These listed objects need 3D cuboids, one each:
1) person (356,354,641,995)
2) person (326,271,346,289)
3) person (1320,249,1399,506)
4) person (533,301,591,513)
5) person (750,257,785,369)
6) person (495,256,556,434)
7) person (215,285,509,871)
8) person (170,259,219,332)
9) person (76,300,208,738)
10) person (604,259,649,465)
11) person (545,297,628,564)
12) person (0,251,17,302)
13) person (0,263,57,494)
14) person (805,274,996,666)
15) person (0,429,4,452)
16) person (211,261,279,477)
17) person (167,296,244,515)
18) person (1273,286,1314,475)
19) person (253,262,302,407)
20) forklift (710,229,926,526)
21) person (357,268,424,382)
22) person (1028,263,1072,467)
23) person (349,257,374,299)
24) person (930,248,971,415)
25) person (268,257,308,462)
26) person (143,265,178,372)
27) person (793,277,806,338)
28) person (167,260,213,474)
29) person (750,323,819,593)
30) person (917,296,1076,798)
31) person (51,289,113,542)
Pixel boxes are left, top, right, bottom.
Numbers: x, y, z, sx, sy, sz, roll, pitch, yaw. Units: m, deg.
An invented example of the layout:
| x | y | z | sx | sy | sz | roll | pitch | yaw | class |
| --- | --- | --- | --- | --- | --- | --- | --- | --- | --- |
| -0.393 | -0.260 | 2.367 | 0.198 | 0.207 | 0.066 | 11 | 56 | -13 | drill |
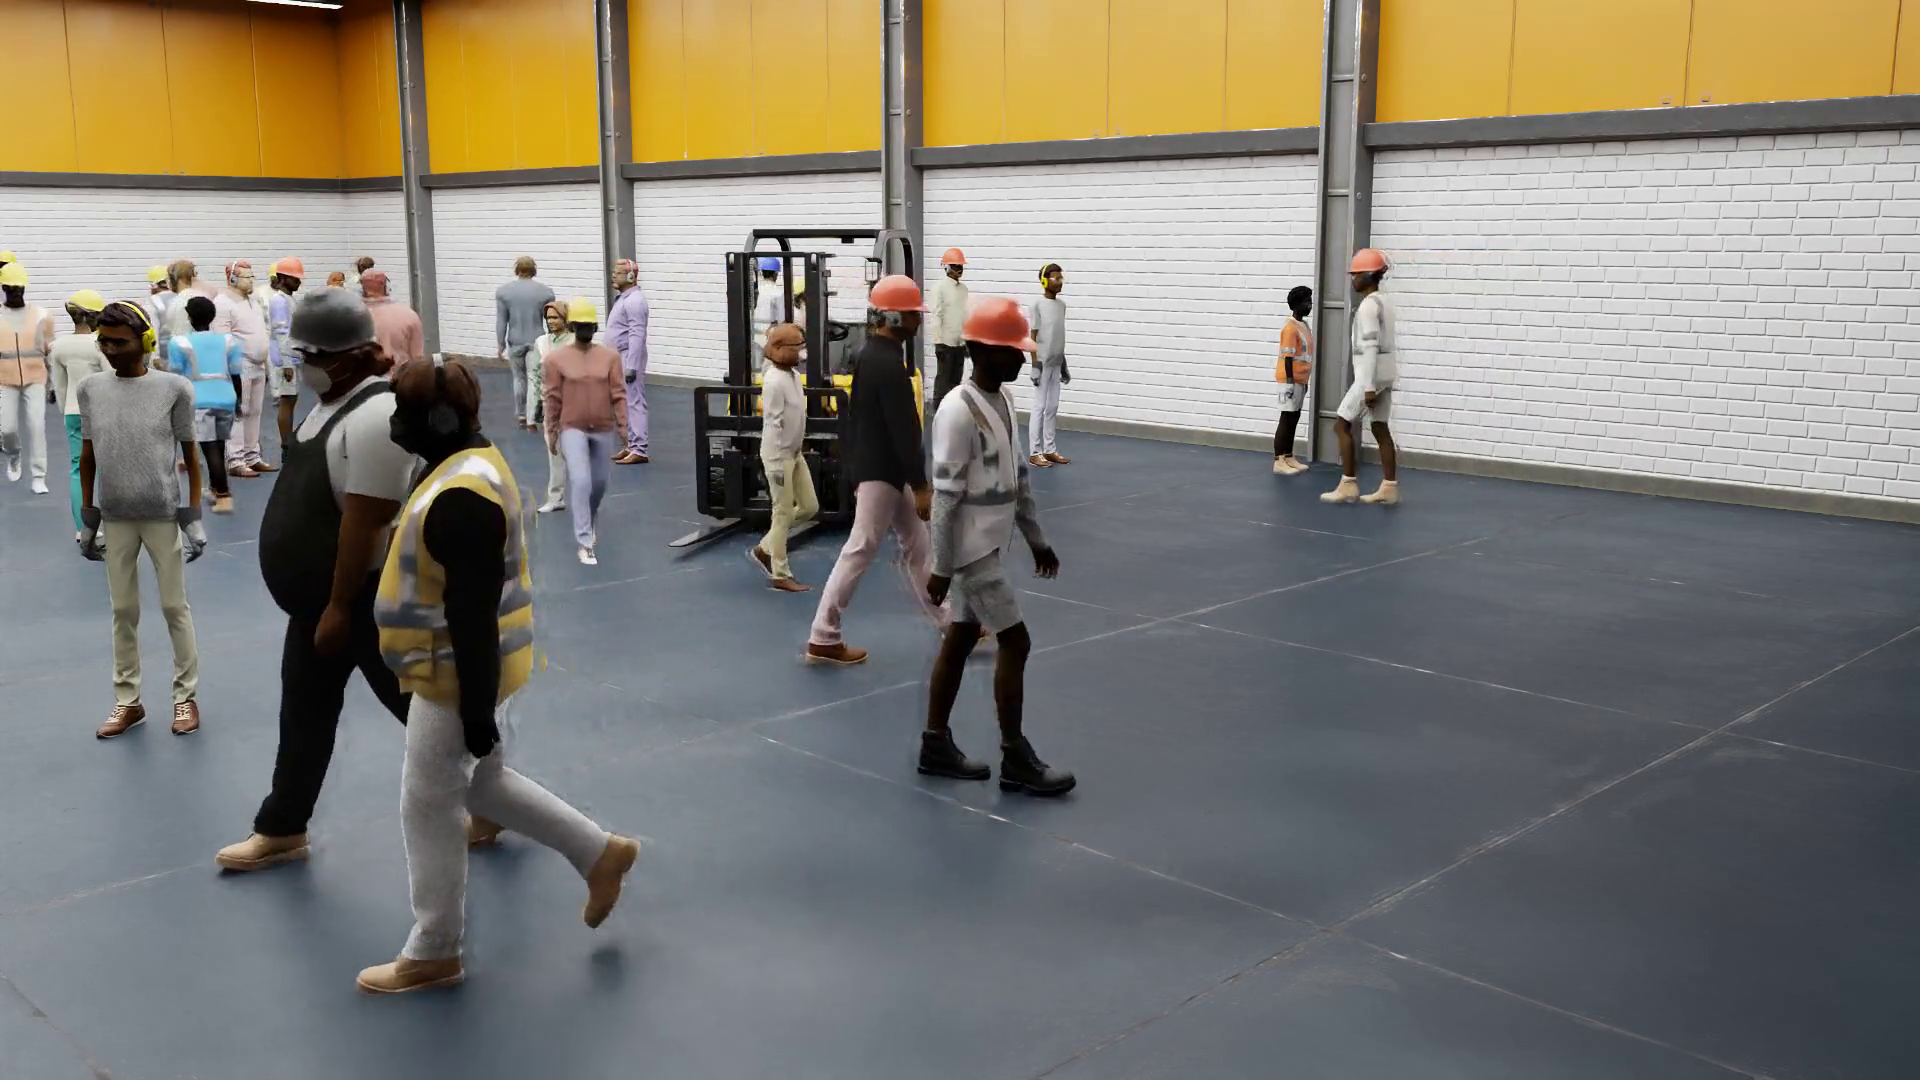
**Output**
| x | y | z | sx | sy | sz | roll | pitch | yaw | class |
| --- | --- | --- | --- | --- | --- | --- | --- | --- | --- |
| -1.344 | 0.372 | 4.752 | 0.747 | 1.818 | 0.629 | -3 | 11 | -15 | person |
| -8.591 | -2.891 | 23.015 | 0.286 | 1.633 | 0.500 | -3 | 11 | -13 | person |
| 3.174 | -1.270 | 13.141 | 0.752 | 2.019 | 0.624 | 6 | 12 | 31 | person |
| -3.028 | -1.007 | 12.732 | 0.523 | 1.638 | 0.310 | 4 | 11 | 19 | person |
| -2.225 | -2.301 | 19.108 | 0.612 | 1.905 | 0.967 | 5 | 11 | 23 | person |
| -4.719 | -2.143 | 18.206 | 0.648 | 1.895 | 0.979 | -2 | 11 | -11 | person |
| -1.968 | 0.101 | 5.594 | 0.977 | 2.000 | 0.676 | -8 | 13 | -38 | person |
| -8.954 | -2.347 | 19.434 | 0.635 | 1.864 | 0.942 | -3 | 11 | -15 | person |
| -3.487 | -0.084 | 7.089 | 0.521 | 1.865 | 0.328 | -1 | 10 | -8 | person |
| -3.122 | -1.666 | 15.594 | 0.409 | 1.909 | 0.642 | -4 | 11 | -20 | person |
| -2.501 | -0.747 | 11.084 | 0.537 | 1.746 | 0.786 | -6 | 12 | -28 | person |
| -12.997 | -2.981 | 22.730 | 0.589 | 1.919 | 0.392 | 5 | 11 | 23 | person |
| -7.816 | -1.343 | 13.824 | 0.609 | 1.911 | 0.623 | -6 | 12 | -31 | person |
| -0.303 | -0.329 | 8.216 | 1.041 | 1.935 | 0.652 | -2 | 11 | -9 | person |
| -9.548 | -1.589 | 16.039 | 0.525 | 1.598 | 0.851 | -1 | 10 | -7 | person |
| -6.350 | -1.518 | 14.794 | 0.406 | 1.904 | 0.654 | 1 | 10 | 5 | person |
| -5.853 | -1.042 | 12.849 | 0.824 | 1.654 | 0.546 | 9 | 13 | 39 | person |
| 2.991 | -1.427 | 14.889 | 0.322 | 1.689 | 0.530 | 5 | 11 | 24 | person |
| -8.471 | -2.561 | 20.795 | 0.609 | 1.787 | 0.891 | -7 | 12 | -32 | person |
| -1.050 | -1.319 | 12.920 | 1.214 | 2.155 | 2.313 | 2 | 11 | 13 | forklift |
| -4.351 | -1.100 | 12.556 | 0.668 | 1.886 | 0.436 | -2 | 11 | -13 | person |
| 0.837 | -1.620 | 15.431 | 0.329 | 1.877 | 0.508 | 9 | 14 | 40 | person |
| -8.592 | -3.182 | 24.085 | 0.491 | 1.825 | 0.645 | 1 | 10 | 6 | person |
| -0.083 | -2.149 | 17.991 | 0.377 | 1.995 | 0.608 | 7 | 12 | 33 | person |
| -6.309 | -1.697 | 15.709 | 0.385 | 1.927 | 0.546 | -2 | 11 | -13 | person |
| -8.533 | -2.030 | 17.858 | 0.659 | 1.810 | 0.614 | 5 | 12 | 26 | person |
| -1.415 | -1.525 | 15.277 | 0.416 | 1.747 | 0.522 | 6 | 12 | 30 | person |
| -6.802 | -1.546 | 14.919 | 0.646 | 1.918 | 0.665 | 0 | 10 | -2 | person |
| -1.048 | -0.481 | 9.924 | 0.384 | 1.621 | 0.505 | 3 | 11 | 15 | person |
| 0.178 | 0.030 | 6.373 | 0.810 | 1.902 | 0.546 | 3 | 11 | 15 | person |
| -6.016 | -0.852 | 11.564 | 0.524 | 1.759 | 0.328 | 3 | 11 | 13 | person |
